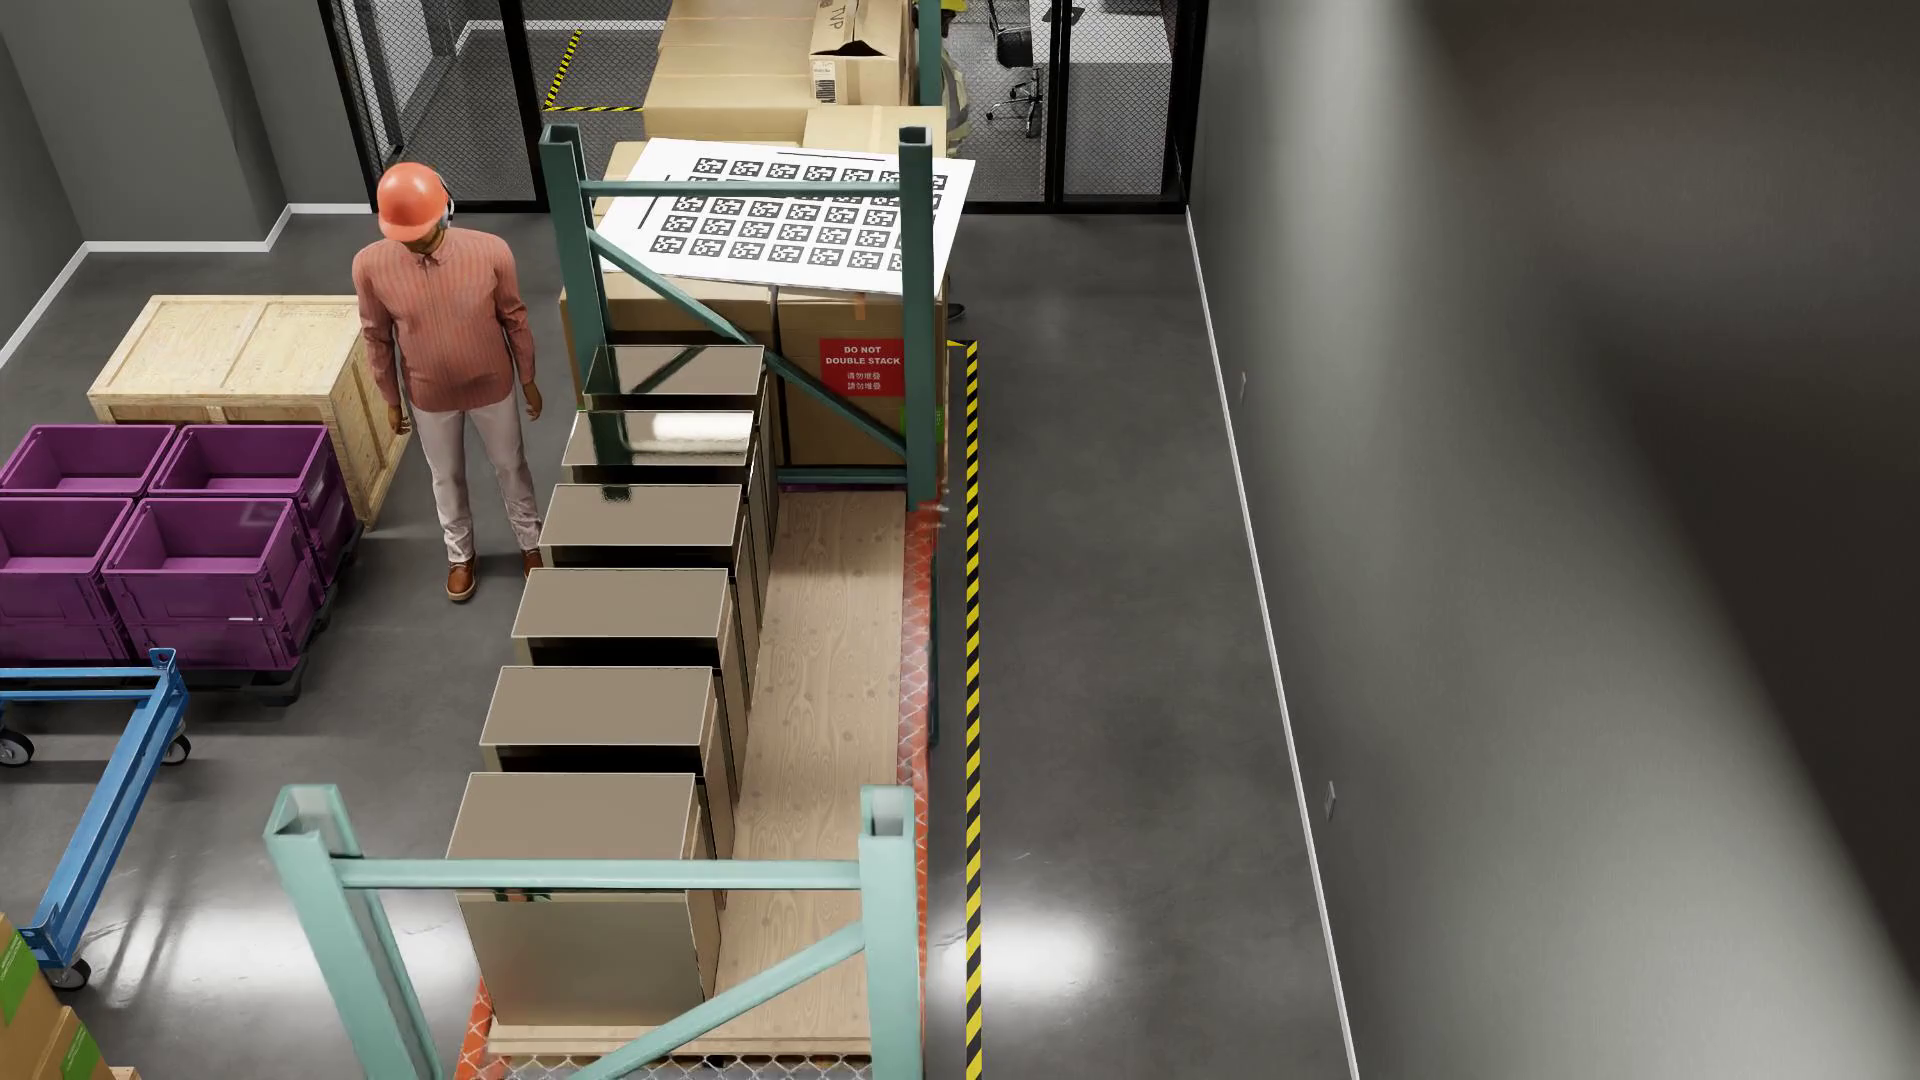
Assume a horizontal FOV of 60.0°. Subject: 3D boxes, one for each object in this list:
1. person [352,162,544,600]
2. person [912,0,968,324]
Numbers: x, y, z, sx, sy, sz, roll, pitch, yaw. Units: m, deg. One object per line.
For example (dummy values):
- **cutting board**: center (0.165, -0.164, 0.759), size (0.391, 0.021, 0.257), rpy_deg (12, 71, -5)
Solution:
- **person**: center (-1.963, -0.595, 6.531), size (0.623, 1.982, 0.402), rpy_deg (-9, 42, -11)
- **person**: center (-0.163, -1.946, 8.200), size (0.404, 1.819, 0.591), rpy_deg (-7, 42, -8)
